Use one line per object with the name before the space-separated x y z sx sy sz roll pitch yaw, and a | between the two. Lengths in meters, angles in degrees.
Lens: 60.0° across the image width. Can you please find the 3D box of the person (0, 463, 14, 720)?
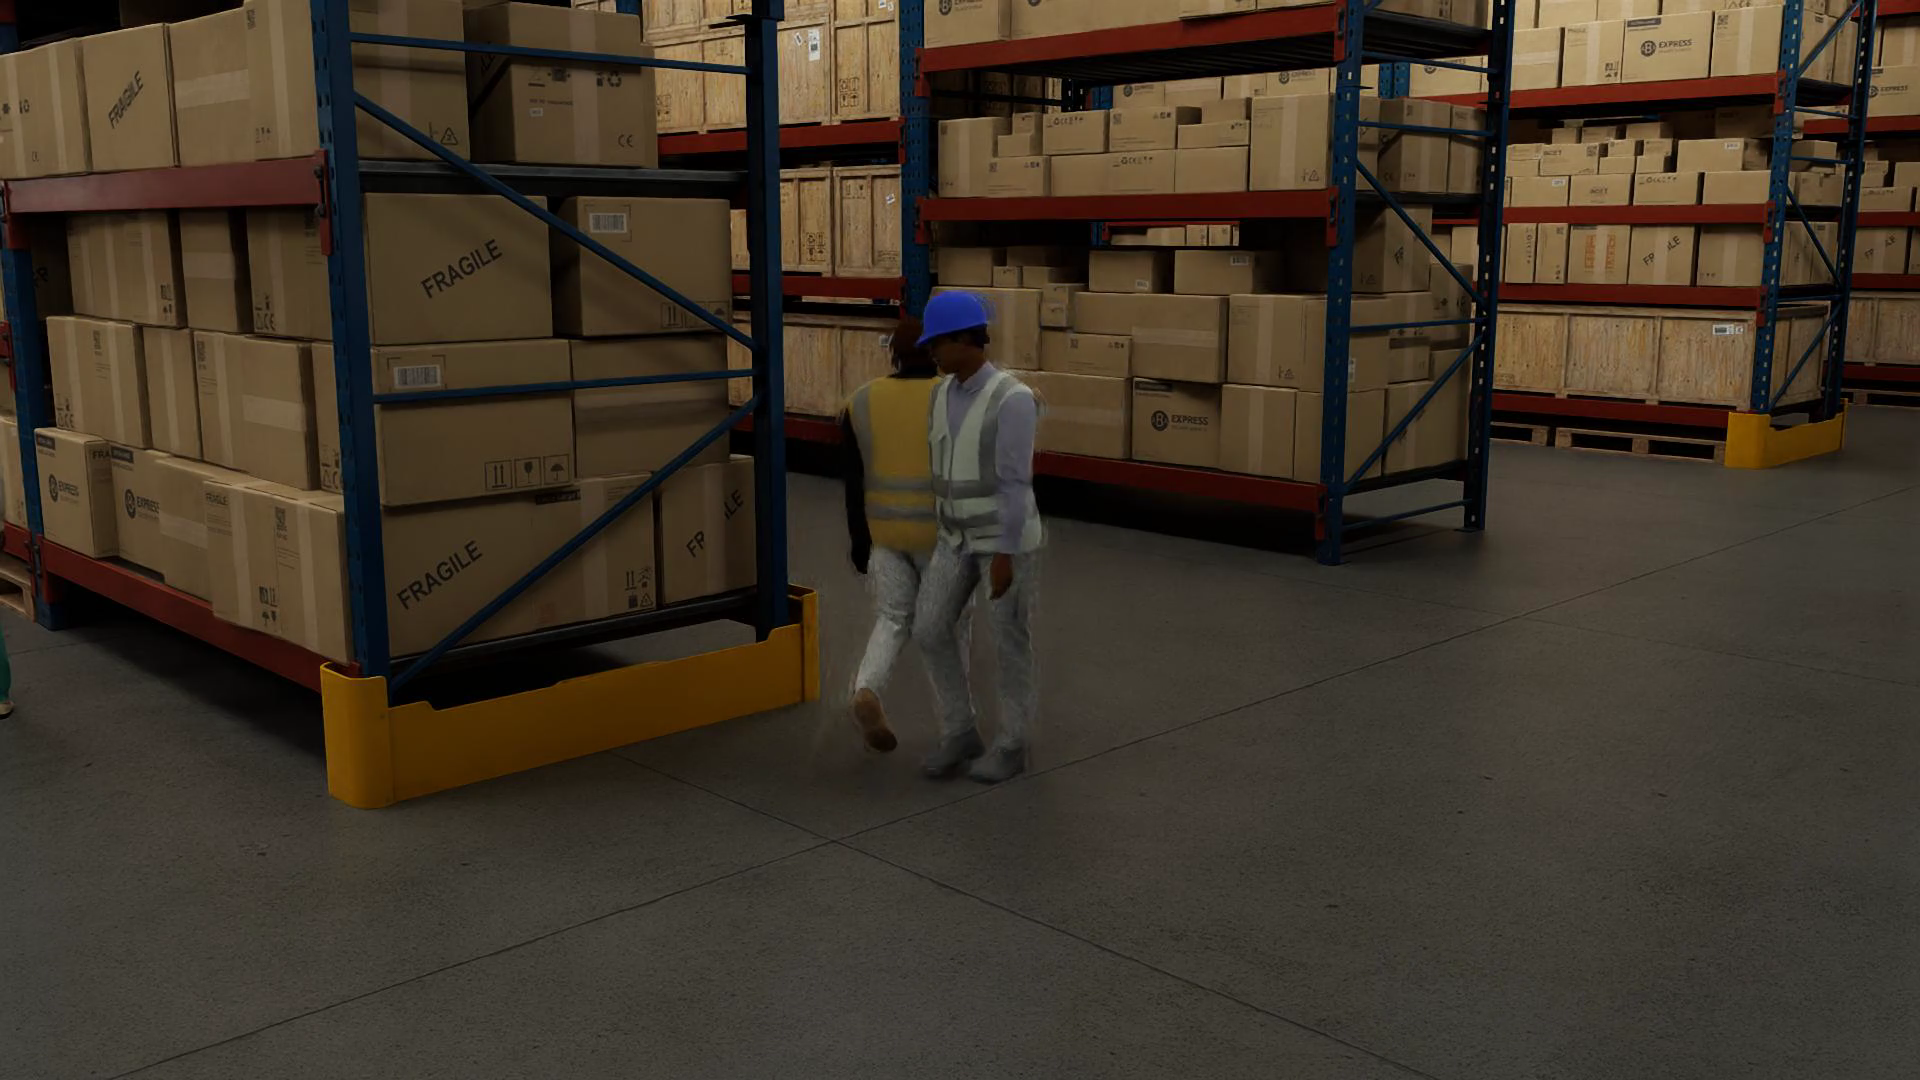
person | -4.436 -0.058 7.214 0.529 1.765 0.326 -9 14 -40

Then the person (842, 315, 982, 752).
person | -0.194 -0.002 6.785 0.644 1.817 0.705 4 11 22

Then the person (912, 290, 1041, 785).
person | 0.045 0.011 6.399 0.564 1.919 0.631 -10 14 -43
